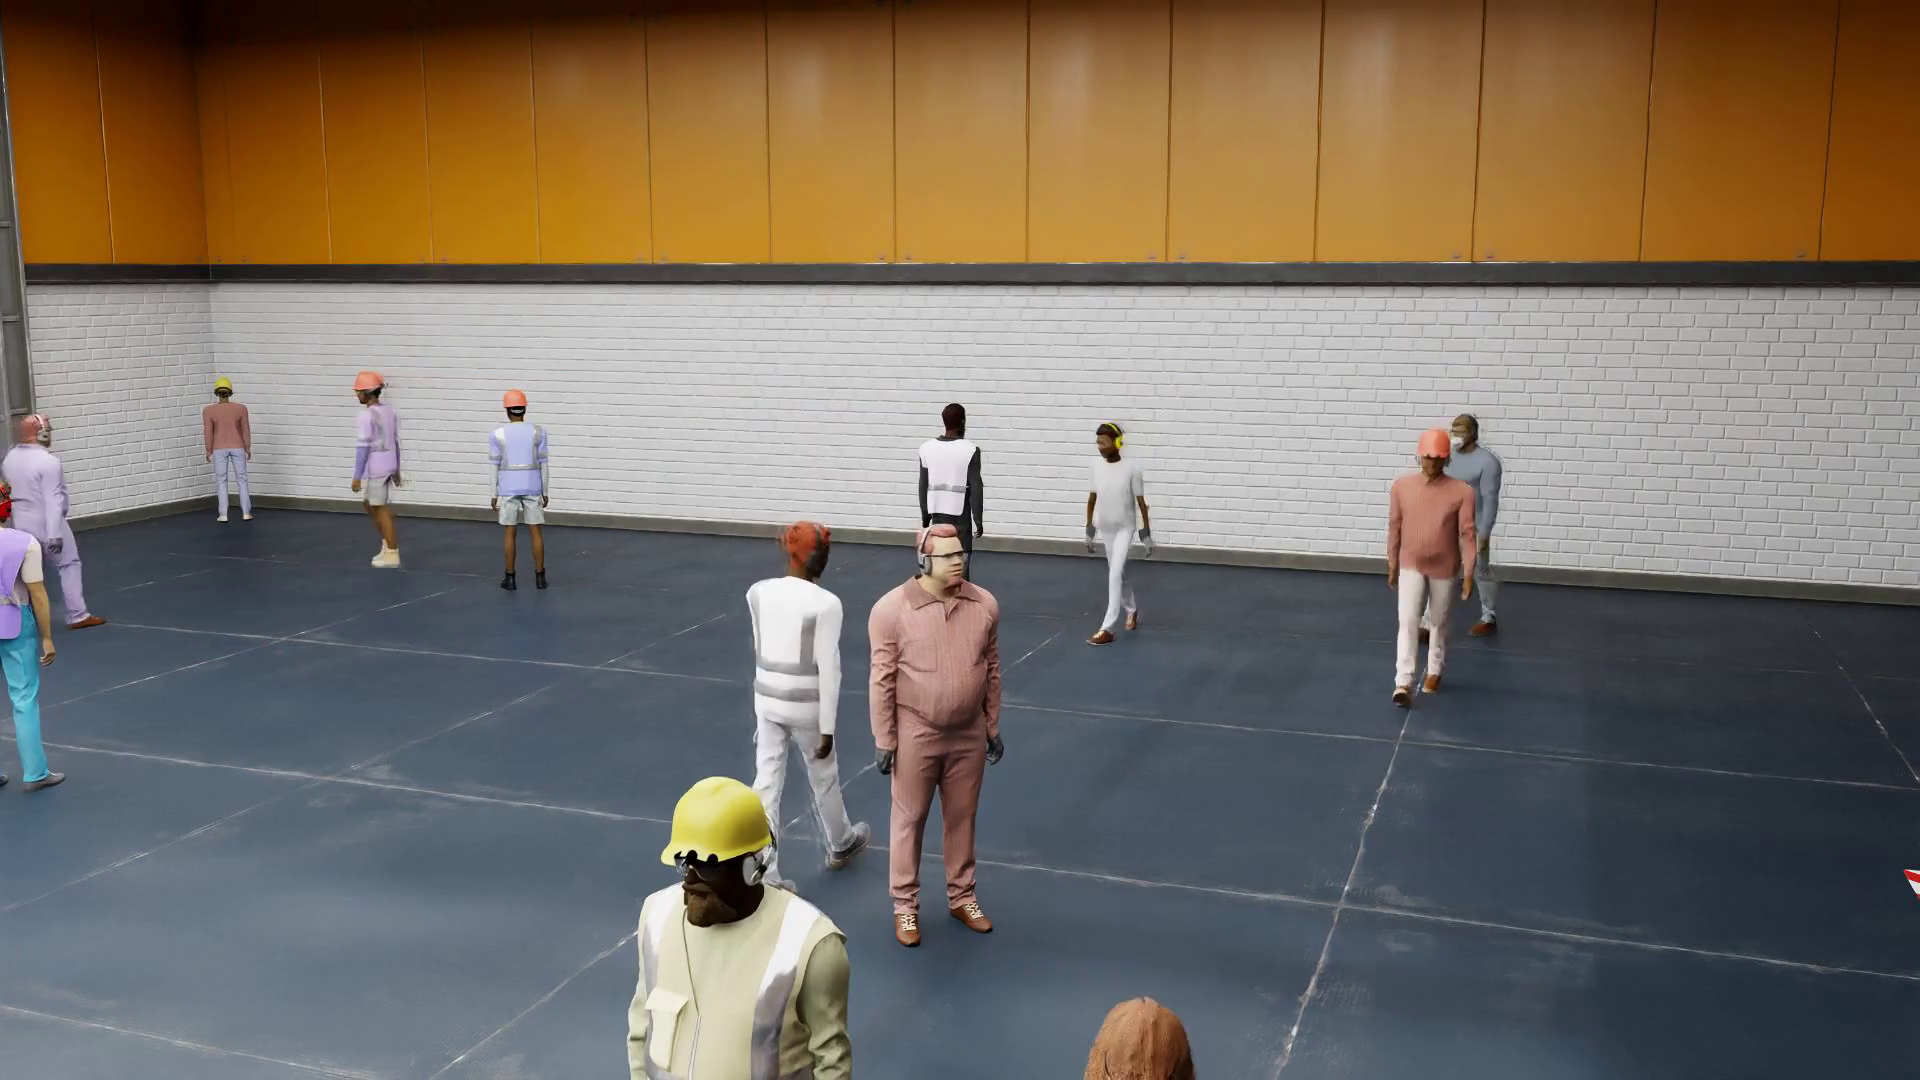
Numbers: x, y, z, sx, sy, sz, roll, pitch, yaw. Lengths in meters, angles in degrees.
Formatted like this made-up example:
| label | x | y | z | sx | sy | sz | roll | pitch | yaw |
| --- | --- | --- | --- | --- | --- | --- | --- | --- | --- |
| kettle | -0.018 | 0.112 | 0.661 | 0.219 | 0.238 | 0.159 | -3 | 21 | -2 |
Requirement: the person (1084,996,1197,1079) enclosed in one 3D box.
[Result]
| label | x | y | z | sx | sy | sz | roll | pitch | yaw |
| --- | --- | --- | --- | --- | --- | --- | --- | --- | --- |
| person | 0.363 | 1.711 | 3.385 | 0.515 | 1.592 | 0.876 | 2 | 9 | 14 |

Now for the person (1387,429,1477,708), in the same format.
| label | x | y | z | sx | sy | sz | roll | pitch | yaw |
| --- | --- | --- | --- | --- | --- | --- | --- | --- | --- |
| person | 3.292 | 0.196 | 11.650 | 0.636 | 1.933 | 1.072 | 4 | 10 | 22 |

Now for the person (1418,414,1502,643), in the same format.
| label | x | y | z | sx | sy | sz | roll | pitch | yaw |
| --- | --- | --- | --- | --- | --- | --- | --- | --- | --- |
| person | 4.131 | -0.094 | 13.641 | 1.015 | 1.886 | 0.649 | -7 | 11 | -36 |

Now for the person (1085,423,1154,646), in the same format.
| label | x | y | z | sx | sy | sz | roll | pitch | yaw |
| --- | --- | --- | --- | --- | --- | --- | --- | --- | --- |
| person | 1.338 | -0.076 | 13.774 | 0.581 | 1.816 | 0.972 | 7 | 11 | 36 |

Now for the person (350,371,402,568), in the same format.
| label | x | y | z | sx | sy | sz | roll | pitch | yaw |
| --- | --- | --- | --- | --- | --- | --- | --- | --- | --- |
| person | -5.983 | -0.709 | 17.008 | 0.533 | 2.024 | 0.605 | 0 | 9 | 2 |

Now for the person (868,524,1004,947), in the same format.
| label | x | y | z | sx | sy | sz | roll | pitch | yaw |
| --- | --- | --- | --- | --- | --- | --- | --- | --- | --- |
| person | -0.091 | 0.872 | 7.561 | 0.651 | 1.913 | 0.409 | -4 | 10 | -25 |

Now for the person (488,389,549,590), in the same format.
| label | x | y | z | sx | sy | sz | roll | pitch | yaw |
| --- | --- | --- | --- | --- | --- | --- | --- | --- | --- |
| person | -4.227 | -0.483 | 15.955 | 0.560 | 1.925 | 0.419 | -3 | 10 | -18 |

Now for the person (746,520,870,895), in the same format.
| label | x | y | z | sx | sy | sz | roll | pitch | yaw |
| --- | --- | --- | --- | --- | --- | --- | --- | --- | --- |
| person | -0.748 | 0.810 | 8.156 | 0.565 | 1.831 | 0.975 | 5 | 10 | 27 |

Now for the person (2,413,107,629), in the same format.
| label | x | y | z | sx | sy | sz | roll | pitch | yaw |
| --- | --- | --- | --- | --- | --- | --- | --- | --- | --- |
| person | -7.697 | -0.121 | 13.860 | 0.650 | 1.868 | 0.944 | 4 | 10 | 25 |

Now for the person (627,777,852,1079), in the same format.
| label | x | y | z | sx | sy | sz | roll | pitch | yaw |
| --- | --- | --- | --- | --- | --- | --- | --- | --- | --- |
| person | -0.567 | 1.467 | 4.114 | 0.599 | 1.830 | 0.404 | 4 | 10 | 22 |

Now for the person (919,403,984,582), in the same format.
| label | x | y | z | sx | sy | sz | roll | pitch | yaw |
| --- | --- | --- | --- | --- | --- | --- | --- | --- | --- |
| person | -0.079 | -0.212 | 14.270 | 0.596 | 1.915 | 0.370 | 5 | 10 | 27 |

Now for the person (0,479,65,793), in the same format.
| label | x | y | z | sx | sy | sz | roll | pitch | yaw |
| --- | --- | --- | --- | --- | --- | --- | --- | --- | --- |
| person | -5.566 | 0.568 | 9.644 | 0.569 | 1.844 | 0.378 | -1 | 9 | -3 |

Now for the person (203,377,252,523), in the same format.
| label | x | y | z | sx | sy | sz | roll | pitch | yaw |
| --- | --- | --- | --- | --- | --- | --- | --- | --- | --- |
| person | -8.887 | -1.093 | 20.198 | 0.522 | 1.769 | 0.317 | -5 | 10 | -28 |
